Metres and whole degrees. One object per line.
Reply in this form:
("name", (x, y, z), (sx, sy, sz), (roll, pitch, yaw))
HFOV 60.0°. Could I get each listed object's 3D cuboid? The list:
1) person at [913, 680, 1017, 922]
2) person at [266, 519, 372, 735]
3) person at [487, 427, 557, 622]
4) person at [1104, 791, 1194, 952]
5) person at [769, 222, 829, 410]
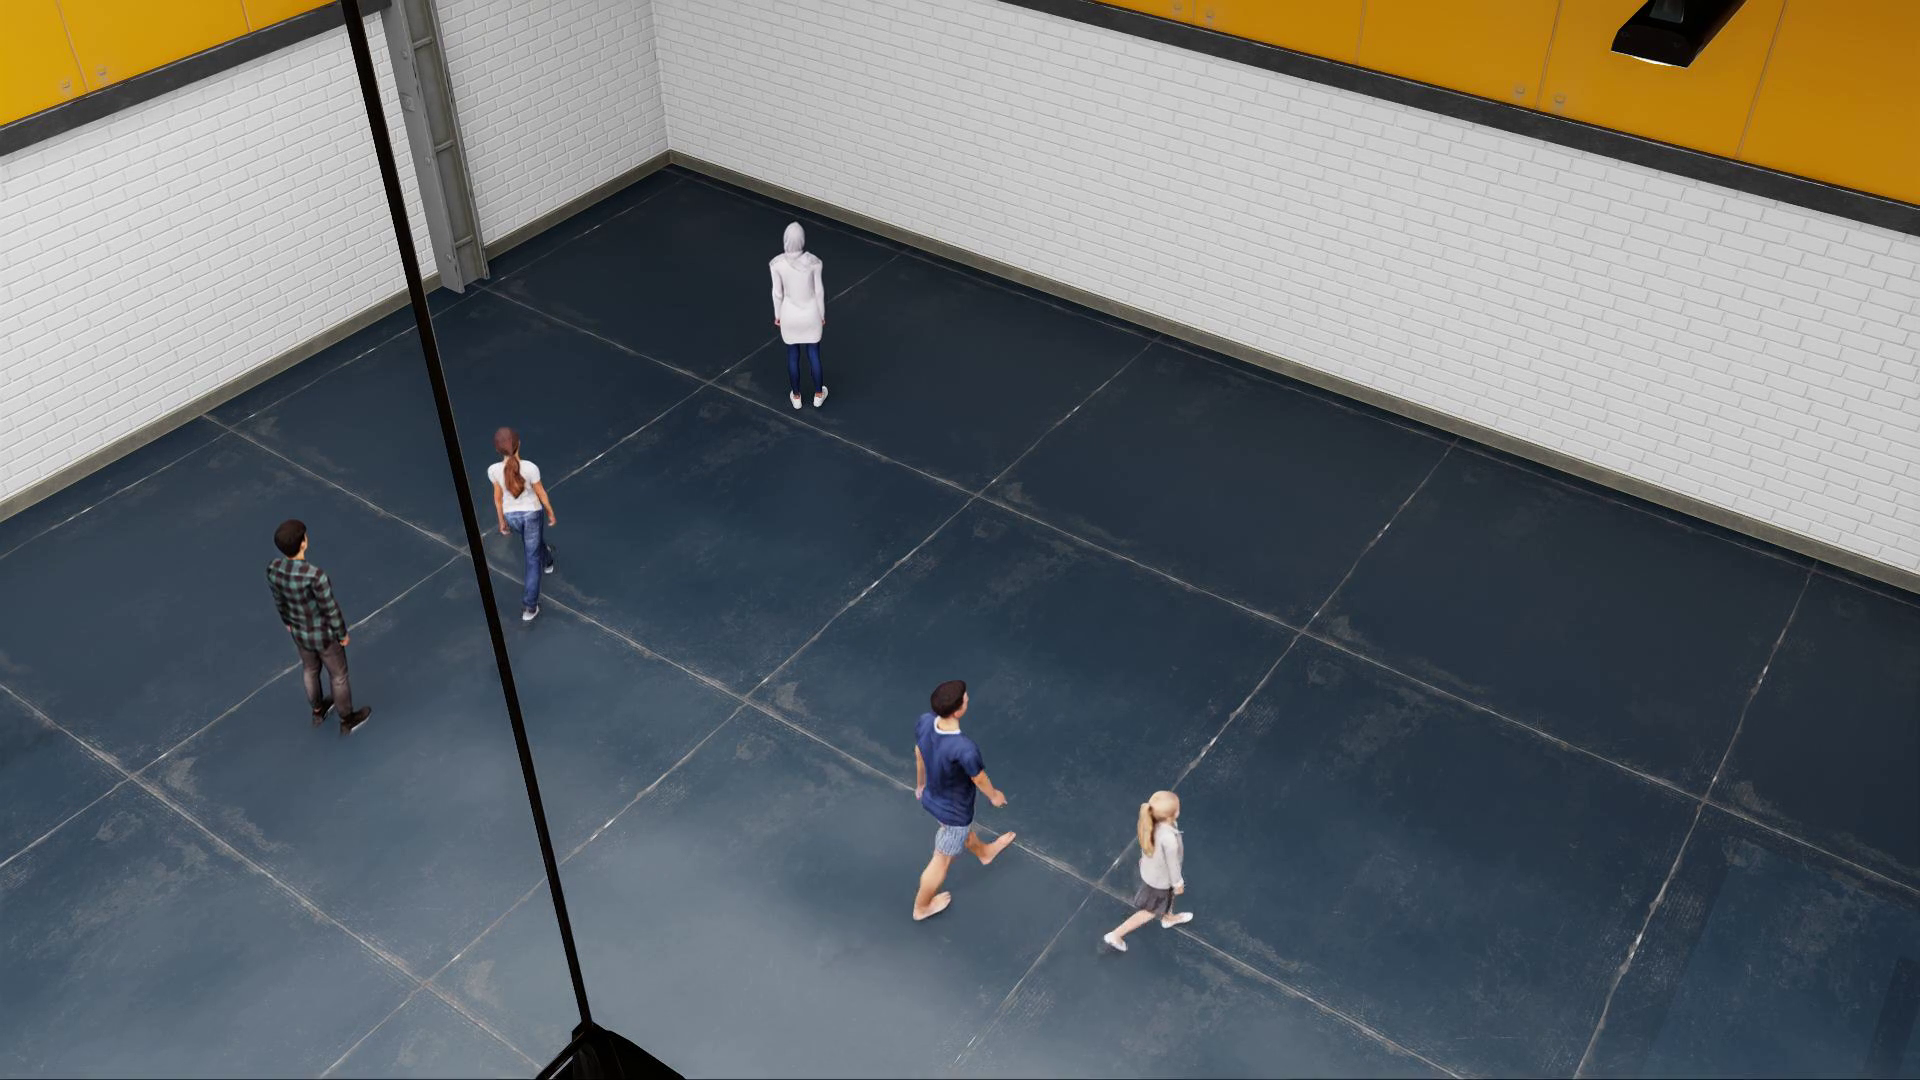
("person", (-0.125, 1.626, 10.026), (1.171, 1.807, 0.851), (-25, 45, -28))
("person", (-4.454, 0.598, 11.430), (0.738, 1.706, 0.644), (14, 41, 17))
("person", (-3.266, -0.106, 12.428), (0.957, 1.517, 1.176), (3, 39, 3))
("person", (1.153, 2.005, 9.996), (0.906, 1.254, 0.826), (-8, 39, -10))
("person", (-1.397, -1.947, 14.526), (0.690, 1.775, 0.720), (-1, 39, -1))
